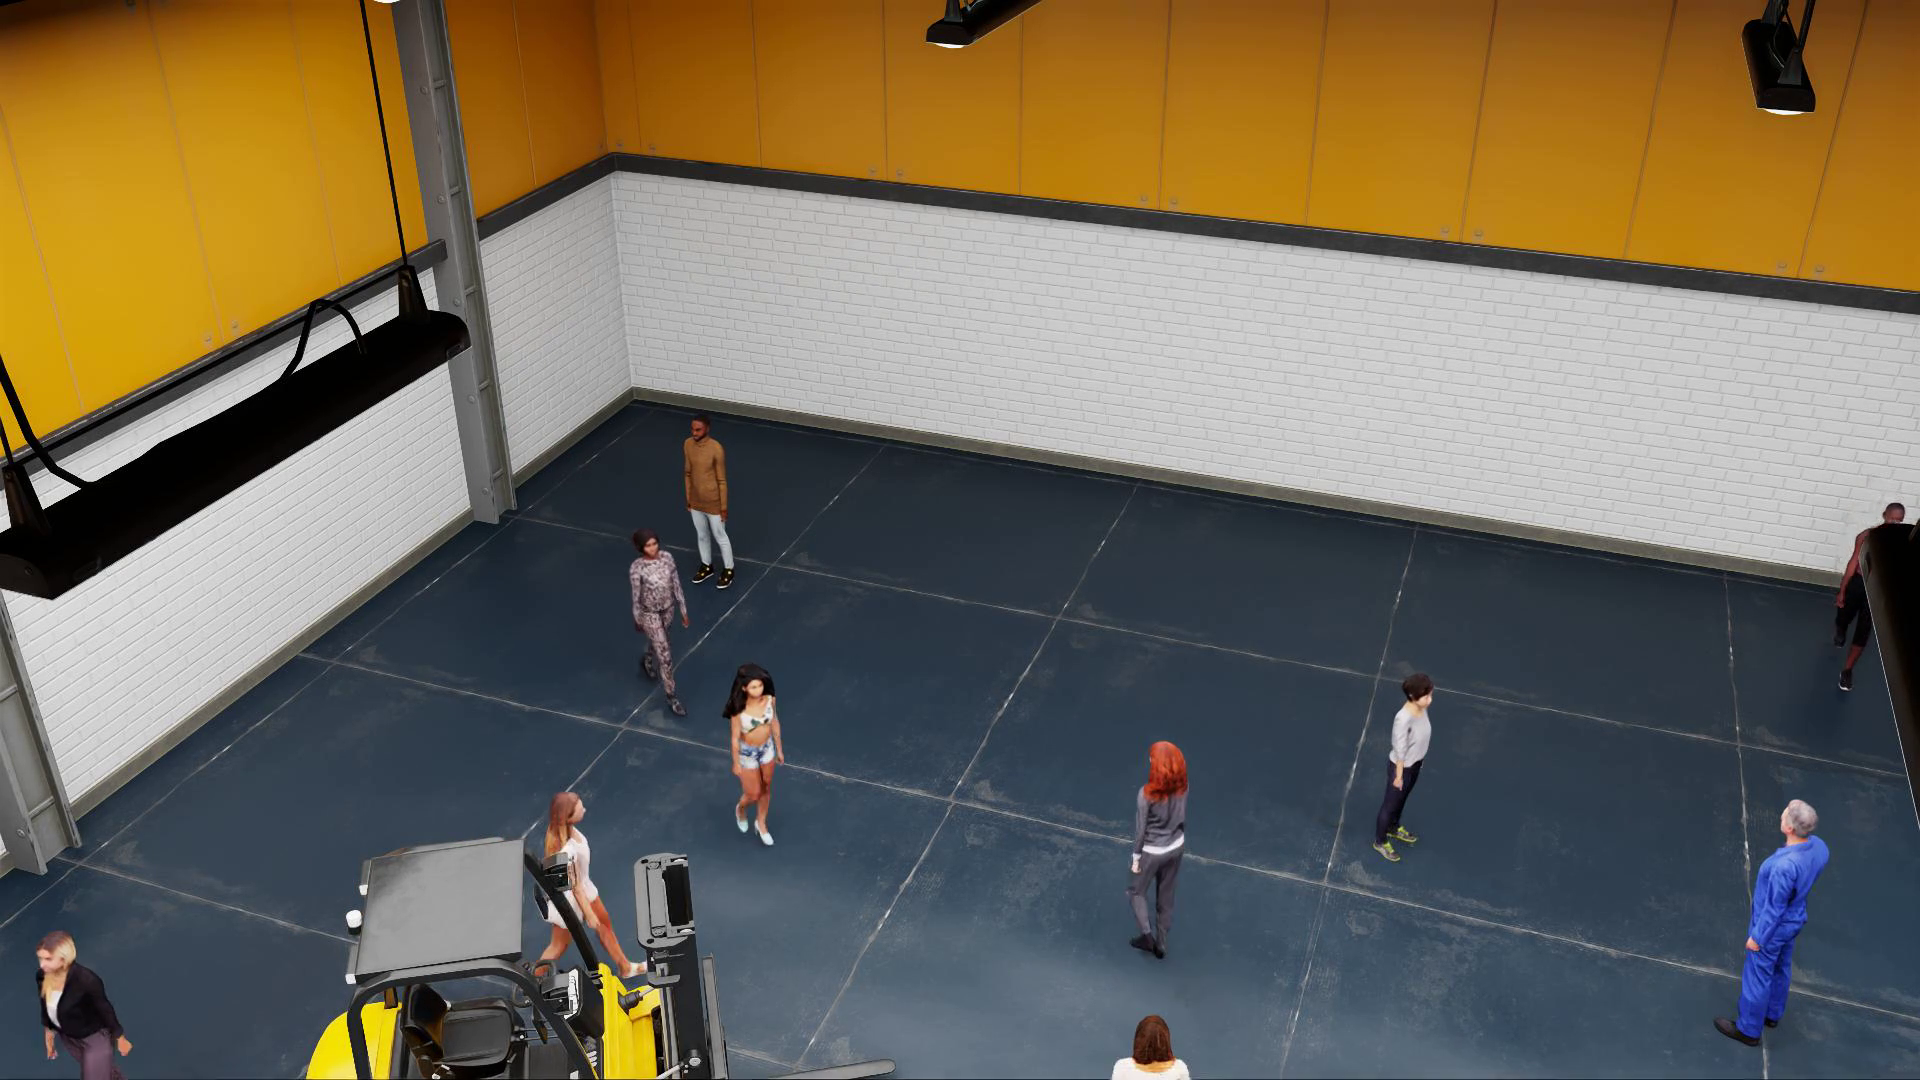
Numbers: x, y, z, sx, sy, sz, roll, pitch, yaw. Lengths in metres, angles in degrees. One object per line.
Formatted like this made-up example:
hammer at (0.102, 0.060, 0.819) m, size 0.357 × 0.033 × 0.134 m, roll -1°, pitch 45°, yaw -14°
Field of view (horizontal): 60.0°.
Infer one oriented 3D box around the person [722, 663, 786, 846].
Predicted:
person at (-1.583, 1.594, 12.582) m, size 0.668 × 1.615 × 0.735 m, roll -23°, pitch 36°, yaw -35°

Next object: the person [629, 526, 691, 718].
person at (-2.629, 0.624, 14.299) m, size 1.151 × 1.675 × 1.044 m, roll -21°, pitch 35°, yaw -33°

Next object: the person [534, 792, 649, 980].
person at (-2.659, 2.410, 11.051) m, size 1.079 × 1.650 × 1.131 m, roll -8°, pitch 30°, yaw -13°

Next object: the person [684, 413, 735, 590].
person at (-2.422, -0.396, 16.023) m, size 0.641 × 1.814 × 0.565 m, roll 14°, pitch 31°, yaw 23°

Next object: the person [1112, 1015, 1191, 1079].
person at (1.033, 3.388, 9.258) m, size 0.810 × 1.649 × 1.072 m, roll 2°, pitch 29°, yaw 4°

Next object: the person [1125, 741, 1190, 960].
person at (1.399, 2.177, 11.354) m, size 0.696 × 1.767 × 0.752 m, roll -12°, pitch 31°, yaw -20°

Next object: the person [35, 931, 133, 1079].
person at (-5.179, 2.966, 10.024) m, size 0.614 × 1.656 × 0.742 m, roll 10°, pitch 30°, yaw 17°

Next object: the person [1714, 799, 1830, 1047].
person at (5.291, 2.471, 10.755) m, size 0.717 × 1.826 × 0.864 m, roll -21°, pitch 35°, yaw -33°

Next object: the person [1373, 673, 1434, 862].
person at (3.346, 1.666, 12.517) m, size 0.659 × 1.553 × 0.504 m, roll 20°, pitch 34°, yaw 32°

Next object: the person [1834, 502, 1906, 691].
person at (7.964, 0.411, 14.624) m, size 0.668 × 1.737 × 1.048 m, roll 13°, pitch 31°, yaw 22°
